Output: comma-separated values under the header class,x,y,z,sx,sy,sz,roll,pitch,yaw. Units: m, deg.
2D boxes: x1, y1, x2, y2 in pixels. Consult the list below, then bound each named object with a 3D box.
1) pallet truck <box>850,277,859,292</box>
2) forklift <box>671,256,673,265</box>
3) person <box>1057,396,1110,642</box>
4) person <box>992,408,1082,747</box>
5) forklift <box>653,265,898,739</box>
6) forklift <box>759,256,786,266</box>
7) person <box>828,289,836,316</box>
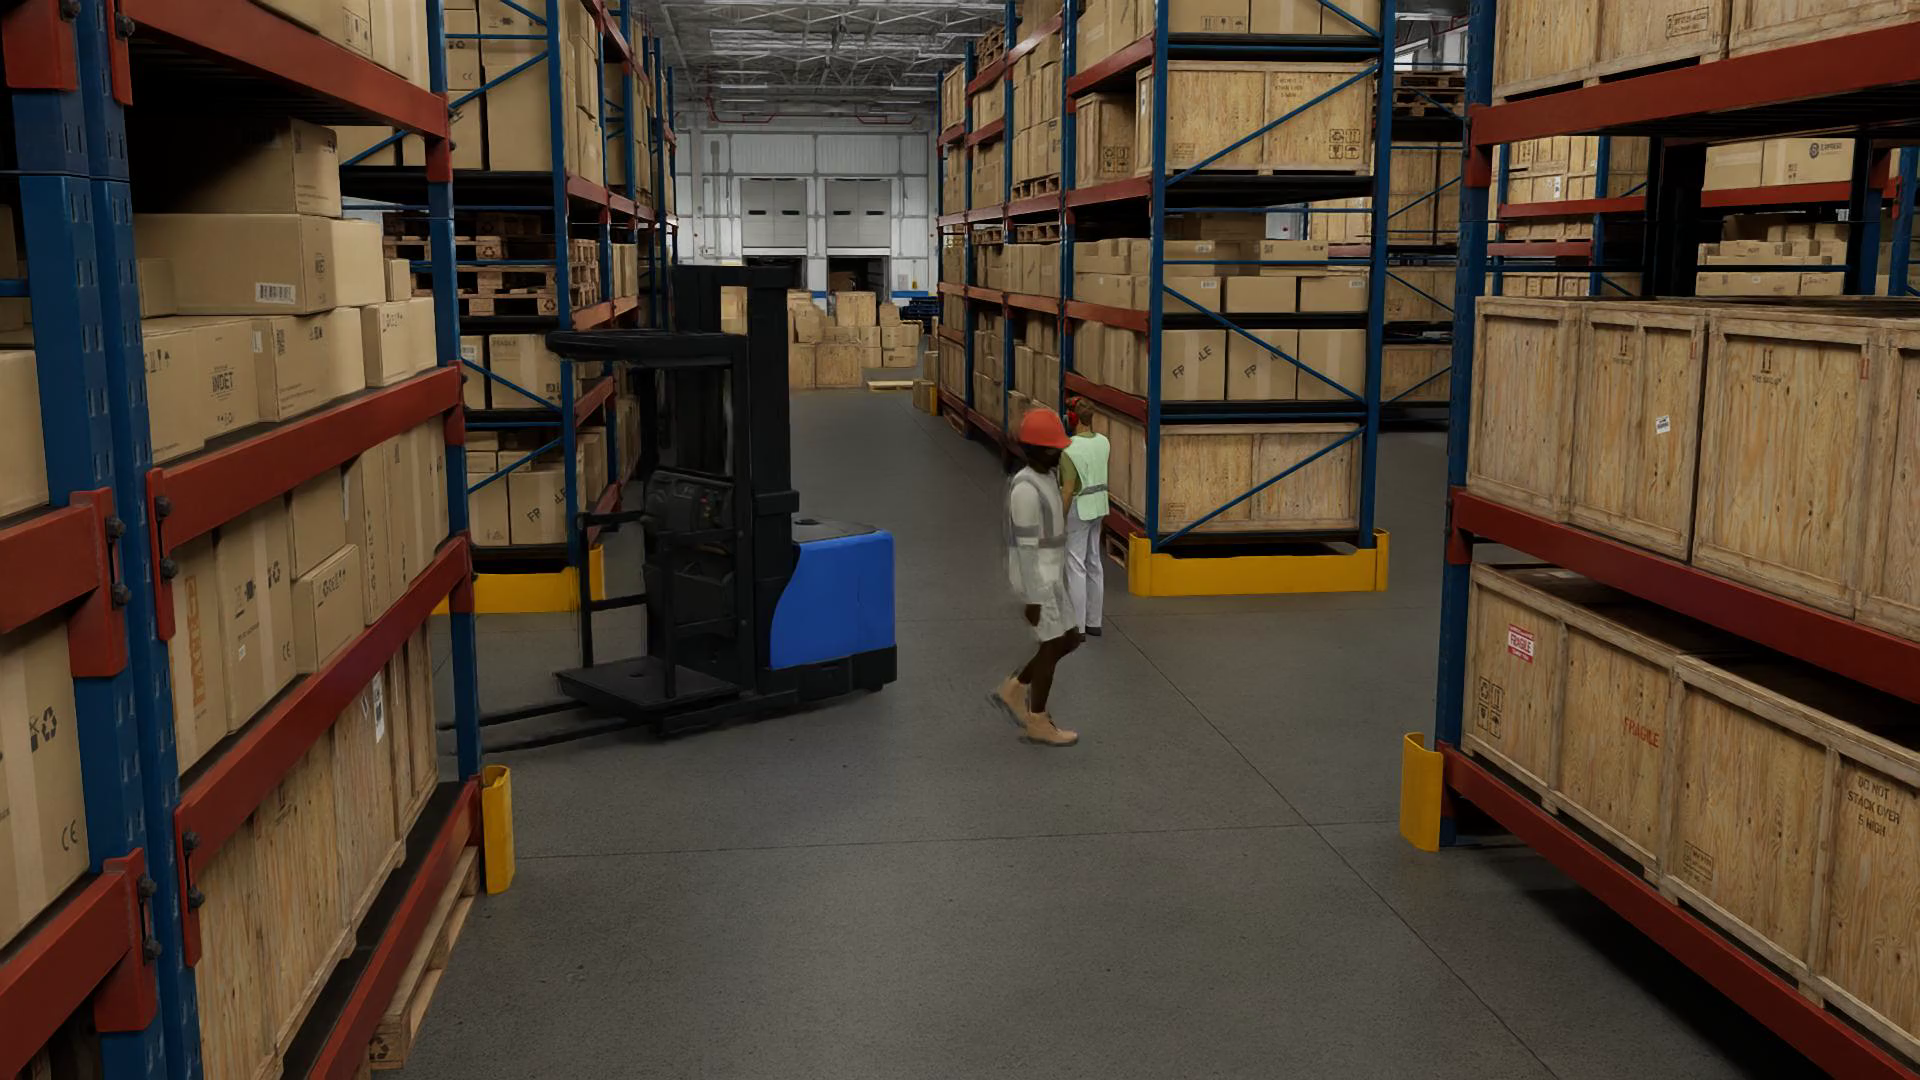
class,x,y,z,sx,sy,sz,roll,pitch,yaw
pallet truck,-3.782,-9.391,65.808,1.885,1.965,0.823,2,10,10
forklift,-10.987,-9.066,61.344,1.129,2.768,1.873,-1,10,-7
person,0.917,-0.156,12.480,0.383,1.845,0.570,7,12,37
person,0.491,0.228,9.731,0.460,2.011,0.628,2,10,14
forklift,-1.421,-0.354,10.628,1.873,2.768,1.129,-9,13,-41
forklift,-6.855,-9.006,60.996,1.129,2.768,1.873,-5,11,-26
person,-4.747,-8.628,62.528,0.525,1.590,0.858,3,10,16
